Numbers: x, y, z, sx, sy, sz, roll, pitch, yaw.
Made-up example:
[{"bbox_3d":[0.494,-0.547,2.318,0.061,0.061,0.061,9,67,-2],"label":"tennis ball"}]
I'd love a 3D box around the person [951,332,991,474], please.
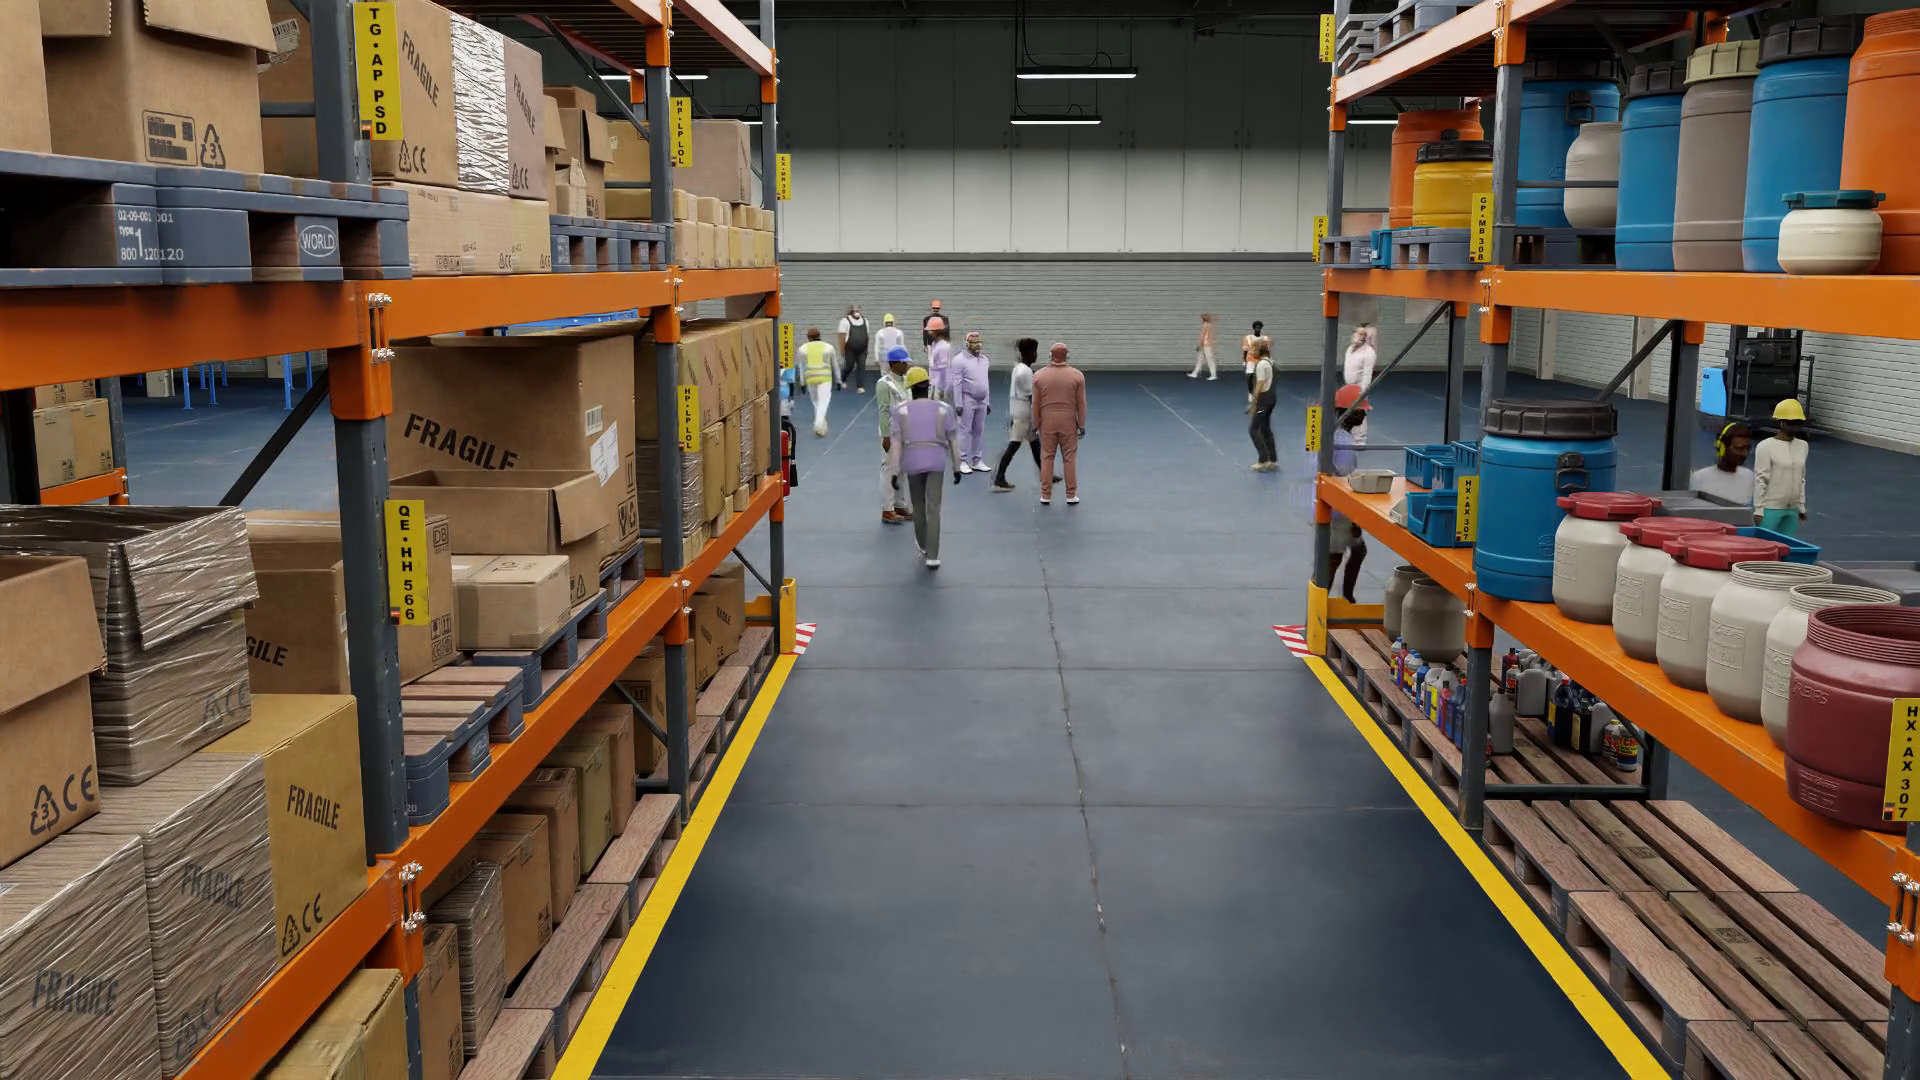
[{"bbox_3d":[0.184,-1.872,22.659,0.643,1.909,0.410,-9,13,-44],"label":"person"}]

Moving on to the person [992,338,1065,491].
[{"bbox_3d":[0.860,-1.576,20.866,1.007,1.913,0.605,-1,10,-6],"label":"person"}]

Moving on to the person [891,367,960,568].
[{"bbox_3d":[-0.323,-0.706,15.802,0.632,1.854,1.003,0,9,1],"label":"person"}]

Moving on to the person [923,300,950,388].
[{"bbox_3d":[-0.532,-4.458,37.883,0.610,1.996,0.379,-1,9,-4],"label":"person"}]

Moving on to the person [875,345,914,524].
[{"bbox_3d":[-0.695,-1.178,18.377,0.390,1.948,0.607,5,11,27],"label":"person"}]

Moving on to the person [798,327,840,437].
[{"bbox_3d":[-2.339,-2.606,27.413,0.665,1.800,0.911,1,10,5],"label":"person"}]

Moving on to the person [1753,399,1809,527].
[{"bbox_3d":[6.604,-0.253,13.382,0.533,1.768,0.310,-4,10,-21],"label":"person"}]

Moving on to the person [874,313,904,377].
[{"bbox_3d":[-1.449,-3.750,34.177,0.617,1.816,0.638,-2,10,-12],"label":"person"}]

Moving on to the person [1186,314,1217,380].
[{"bbox_3d":[5.897,-4.696,40.466,0.826,1.598,0.527,3,10,18],"label":"person"}]

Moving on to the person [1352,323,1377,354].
[{"bbox_3d":[8.946,-4.143,36.834,0.542,1.718,0.923,7,12,36],"label":"person"}]

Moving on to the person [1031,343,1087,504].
[{"bbox_3d":[1.169,-1.375,19.683,0.655,1.906,0.407,1,10,6],"label":"person"}]

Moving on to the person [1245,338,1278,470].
[{"bbox_3d":[4.168,-1.861,22.853,0.420,1.810,0.531,3,10,19],"label":"person"}]

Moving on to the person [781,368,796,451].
[{"bbox_3d":[-2.647,-2.115,24.903,0.529,1.691,0.587,-8,12,-40],"label":"person"}]

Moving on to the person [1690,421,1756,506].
[{"bbox_3d":[4.916,0.127,10.898,0.518,1.842,0.688,-3,10,-16],"label":"person"}]

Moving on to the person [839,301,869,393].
[{"bbox_3d":[-2.324,-4.241,36.577,0.691,2.000,0.752,-5,11,-28],"label":"person"}]

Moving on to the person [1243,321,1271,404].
[{"bbox_3d":[5.992,-3.575,33.532,0.546,1.664,0.735,1,10,5],"label":"person"}]

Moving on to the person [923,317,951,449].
[{"bbox_3d":[-0.353,-2.401,25.472,0.437,2.022,0.633,-2,10,-13],"label":"person"}]

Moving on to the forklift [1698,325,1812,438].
[{"bbox_3d":[13.248,-3.165,27.620,1.129,2.768,1.873,0,9,1],"label":"forklift"}]

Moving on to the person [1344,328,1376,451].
[{"bbox_3d":[6.042,-2.315,25.470,0.431,1.874,0.815,-3,10,-16],"label":"person"}]

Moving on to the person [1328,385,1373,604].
[{"bbox_3d":[3.034,-0.241,12.857,0.660,1.912,0.565,1,10,6],"label":"person"}]
